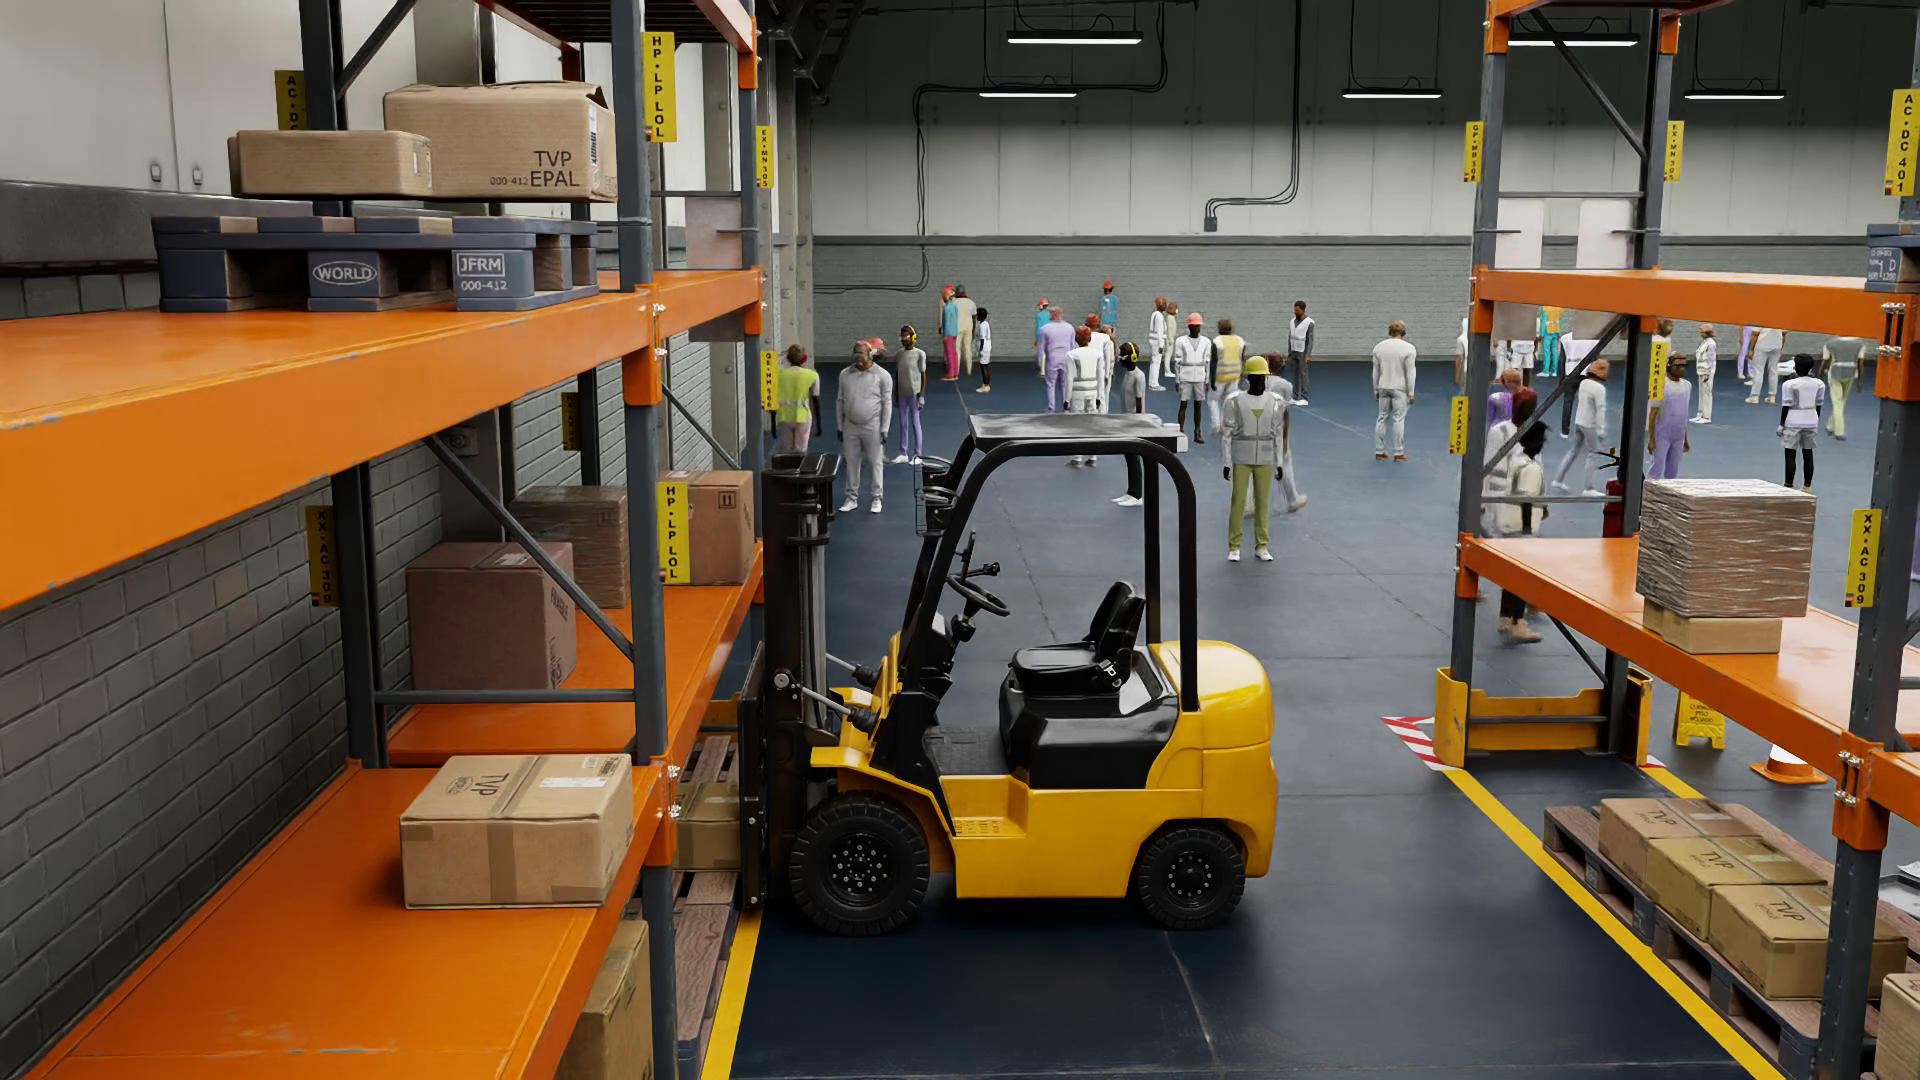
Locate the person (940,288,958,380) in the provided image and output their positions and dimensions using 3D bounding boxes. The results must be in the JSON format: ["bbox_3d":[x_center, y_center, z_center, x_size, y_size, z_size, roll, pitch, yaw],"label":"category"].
[{"bbox_3d":[-0.240,-4.454,36.005,0.400,1.989,0.623,4,11,20],"label":"person"}]

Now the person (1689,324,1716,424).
[{"bbox_3d":[12.292,-2.738,27.433,0.310,1.640,0.514,2,10,10],"label":"person"}]

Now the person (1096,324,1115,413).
[{"bbox_3d":[2.368,-2.728,27.374,0.310,1.640,0.514,8,13,38],"label":"person"}]

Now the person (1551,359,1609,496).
[{"bbox_3d":[7.357,-1.329,19.649,0.463,1.617,0.685,-2,10,-10],"label":"person"}]

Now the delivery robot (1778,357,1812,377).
[{"bbox_3d":[17.548,-3.604,35.004,0.477,0.478,0.707,-4,11,-23],"label":"delivery robot"}]

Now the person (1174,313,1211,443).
[{"bbox_3d":[3.452,-2.395,24.677,0.543,1.943,0.348,-1,10,-5],"label":"person"}]

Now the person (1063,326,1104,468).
[{"bbox_3d":[1.631,-1.896,22.063,0.576,1.882,0.355,-5,11,-27],"label":"person"}]

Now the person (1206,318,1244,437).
[{"bbox_3d":[4.026,-2.465,25.407,0.635,1.823,0.557,-4,11,-20],"label":"person"}]

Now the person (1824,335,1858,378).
[{"bbox_3d":[19.570,-4.458,36.831,0.502,1.695,0.889,-8,13,-37],"label":"person"}]

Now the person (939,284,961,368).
[{"bbox_3d":[-0.221,-5.083,39.533,0.610,1.985,0.392,-3,11,-15],"label":"person"}]

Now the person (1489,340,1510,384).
[{"bbox_3d":[11.407,-4.243,35.009,0.427,1.935,0.617,9,13,40],"label":"person"}]

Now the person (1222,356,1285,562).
[{"bbox_3d":[2.747,-0.757,15.586,0.591,1.930,0.357,-1,10,-4],"label":"person"}]

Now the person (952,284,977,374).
[{"bbox_3d":[0.013,-4.763,37.593,0.687,2.000,0.536,-3,11,-15],"label":"person"}]

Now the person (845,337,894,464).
[{"bbox_3d":[-1.209,-1.840,22.192,0.527,1.752,0.590,1,10,7],"label":"person"}]

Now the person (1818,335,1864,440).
[{"bbox_3d":[13.387,-2.445,25.352,0.588,1.790,0.955,1,10,5],"label":"person"}]

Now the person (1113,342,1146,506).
[{"bbox_3d":[1.933,-1.312,18.885,0.335,1.860,0.508,-2,10,-10],"label":"person"}]

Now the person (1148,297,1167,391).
[{"bbox_3d":[3.989,-3.947,33.534,0.347,1.872,0.571,-1,10,-3],"label":"person"}]

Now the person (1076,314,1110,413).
[{"bbox_3d":[2.034,-2.526,25.574,0.573,1.883,0.354,-3,11,-18],"label":"person"}]

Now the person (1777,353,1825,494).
[{"bbox_3d":[9.833,-1.340,19.482,0.534,1.698,0.318,-2,10,-9],"label":"person"}]

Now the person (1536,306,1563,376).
[{"bbox_3d":[13.145,-4.600,37.028,0.598,1.917,0.378,-5,11,-27],"label":"person"}]

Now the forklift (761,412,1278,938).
[{"bbox_3d":[0.291,0.548,7.580,2.313,2.155,1.214,0,10,-2],"label":"forklift"}]

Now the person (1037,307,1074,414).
[{"bbox_3d":[1.615,-3.011,28.274,0.670,1.888,0.398,-3,11,-18],"label":"person"}]

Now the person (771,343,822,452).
[{"bbox_3d":[-1.874,-1.348,19.160,0.571,1.819,0.506,2,10,12],"label":"person"}]

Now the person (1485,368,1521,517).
[{"bbox_3d":[5.939,-1.043,18.015,0.514,1.634,0.313,1,10,5],"label":"person"}]

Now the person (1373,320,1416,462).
[{"bbox_3d":[5.917,-2.033,22.698,0.628,1.933,0.366,10,14,44],"label":"person"}]

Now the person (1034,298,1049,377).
[{"bbox_3d":[1.840,-4.477,36.796,0.341,1.750,0.567,10,14,44],"label":"person"}]

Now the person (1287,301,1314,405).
[{"bbox_3d":[6.247,-3.435,30.539,0.393,1.920,0.591,-6,12,-31],"label":"person"}]

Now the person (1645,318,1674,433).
[{"bbox_3d":[10.871,-2.532,25.756,0.526,1.826,0.502,-10,14,-43],"label":"person"}]

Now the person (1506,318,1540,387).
[{"bbox_3d":[10.473,-3.534,30.956,0.606,1.966,0.367,0,10,1],"label":"person"}]

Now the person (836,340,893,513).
[{"bbox_3d":[-1.076,-1.247,18.379,0.643,1.909,0.410,3,11,15],"label":"person"}]

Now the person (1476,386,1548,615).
[{"bbox_3d":[4.481,-0.334,13.504,0.578,1.835,0.937,-8,13,-39],"label":"person"}]

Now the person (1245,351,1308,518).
[{"bbox_3d":[3.448,-1.155,18.174,0.527,1.794,0.945,10,14,43],"label":"person"}]

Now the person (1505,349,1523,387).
[{"bbox_3d":[10.850,-3.715,32.642,0.610,1.728,0.496,0,10,1],"label":"person"}]

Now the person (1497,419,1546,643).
[{"bbox_3d":[4.232,-0.077,12.513,0.320,1.669,0.727,2,10,9],"label":"person"}]

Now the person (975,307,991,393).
[{"bbox_3d":[0.461,-3.773,33.069,0.320,1.691,0.535,2,10,8],"label":"person"}]

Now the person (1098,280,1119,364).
[{"bbox_3d":[3.606,-5.304,40.591,0.368,2.048,0.608,10,14,43],"label":"person"}]

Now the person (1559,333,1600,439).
[{"bbox_3d":[9.427,-2.495,25.328,0.592,1.910,0.379,4,11,23],"label":"person"}]

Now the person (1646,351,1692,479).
[{"bbox_3d":[7.506,-1.078,17.612,0.515,1.843,0.326,-4,11,-20],"label":"person"}]

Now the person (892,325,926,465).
[{"bbox_3d":[-0.693,-1.944,22.363,0.512,1.873,0.329,7,12,34],"label":"person"}]

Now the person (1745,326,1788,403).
[{"bbox_3d":[14.939,-3.559,30.888,0.682,2.000,0.537,-1,10,-6],"label":"person"}]

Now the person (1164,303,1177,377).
[{"bbox_3d":[4.689,-4.444,36.946,0.285,1.634,0.499,2,10,14],"label":"person"}]
